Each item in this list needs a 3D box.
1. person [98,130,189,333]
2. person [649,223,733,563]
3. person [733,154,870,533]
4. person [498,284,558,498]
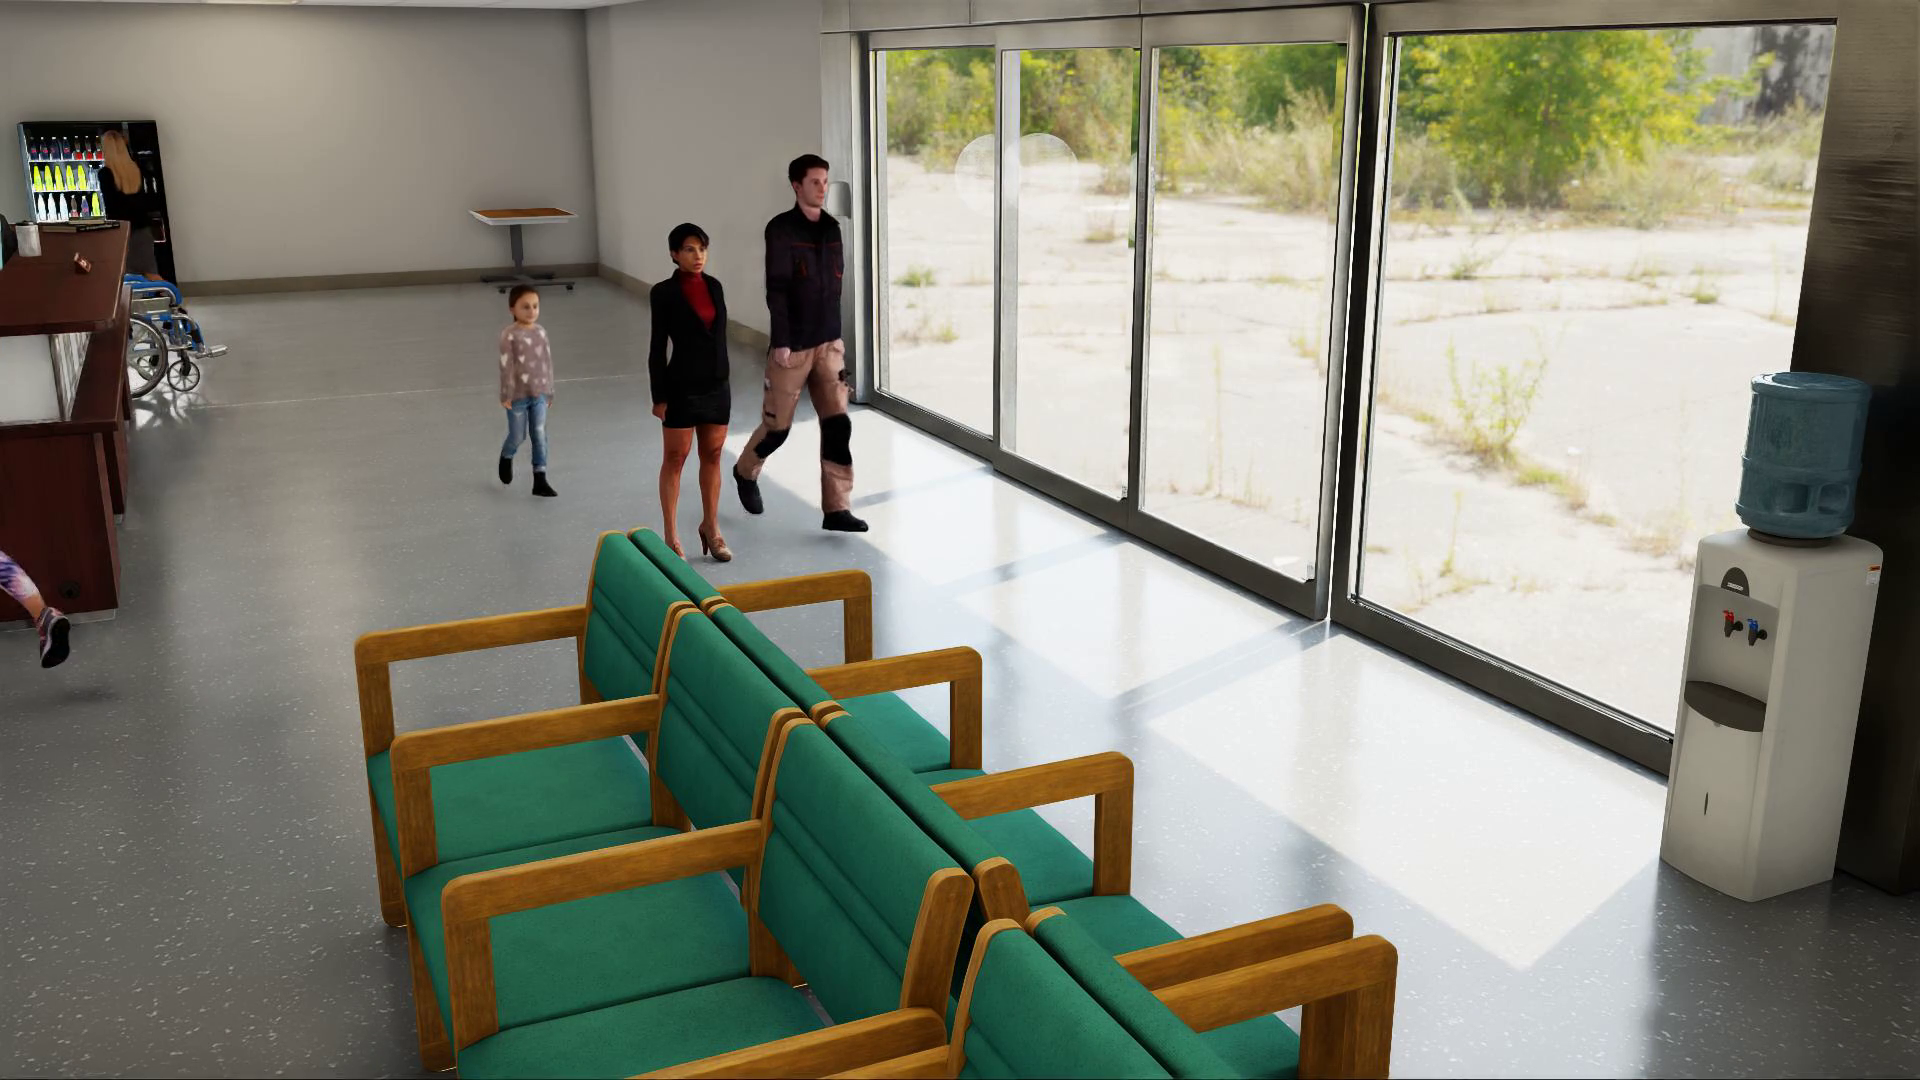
[{"bbox_3d":[-6.995,-2.539,14.213,1.132,1.802,1.139,8,17,25],"label":"person"},{"bbox_3d":[-1.265,-0.679,7.916,0.620,1.640,0.706,-13,20,-38],"label":"person"},{"bbox_3d":[-0.854,-0.984,8.522,1.221,1.897,1.022,-14,21,-41],"label":"person"},{"bbox_3d":[-2.450,-0.831,9.292,0.725,1.185,0.671,-14,21,-40],"label":"person"}]
